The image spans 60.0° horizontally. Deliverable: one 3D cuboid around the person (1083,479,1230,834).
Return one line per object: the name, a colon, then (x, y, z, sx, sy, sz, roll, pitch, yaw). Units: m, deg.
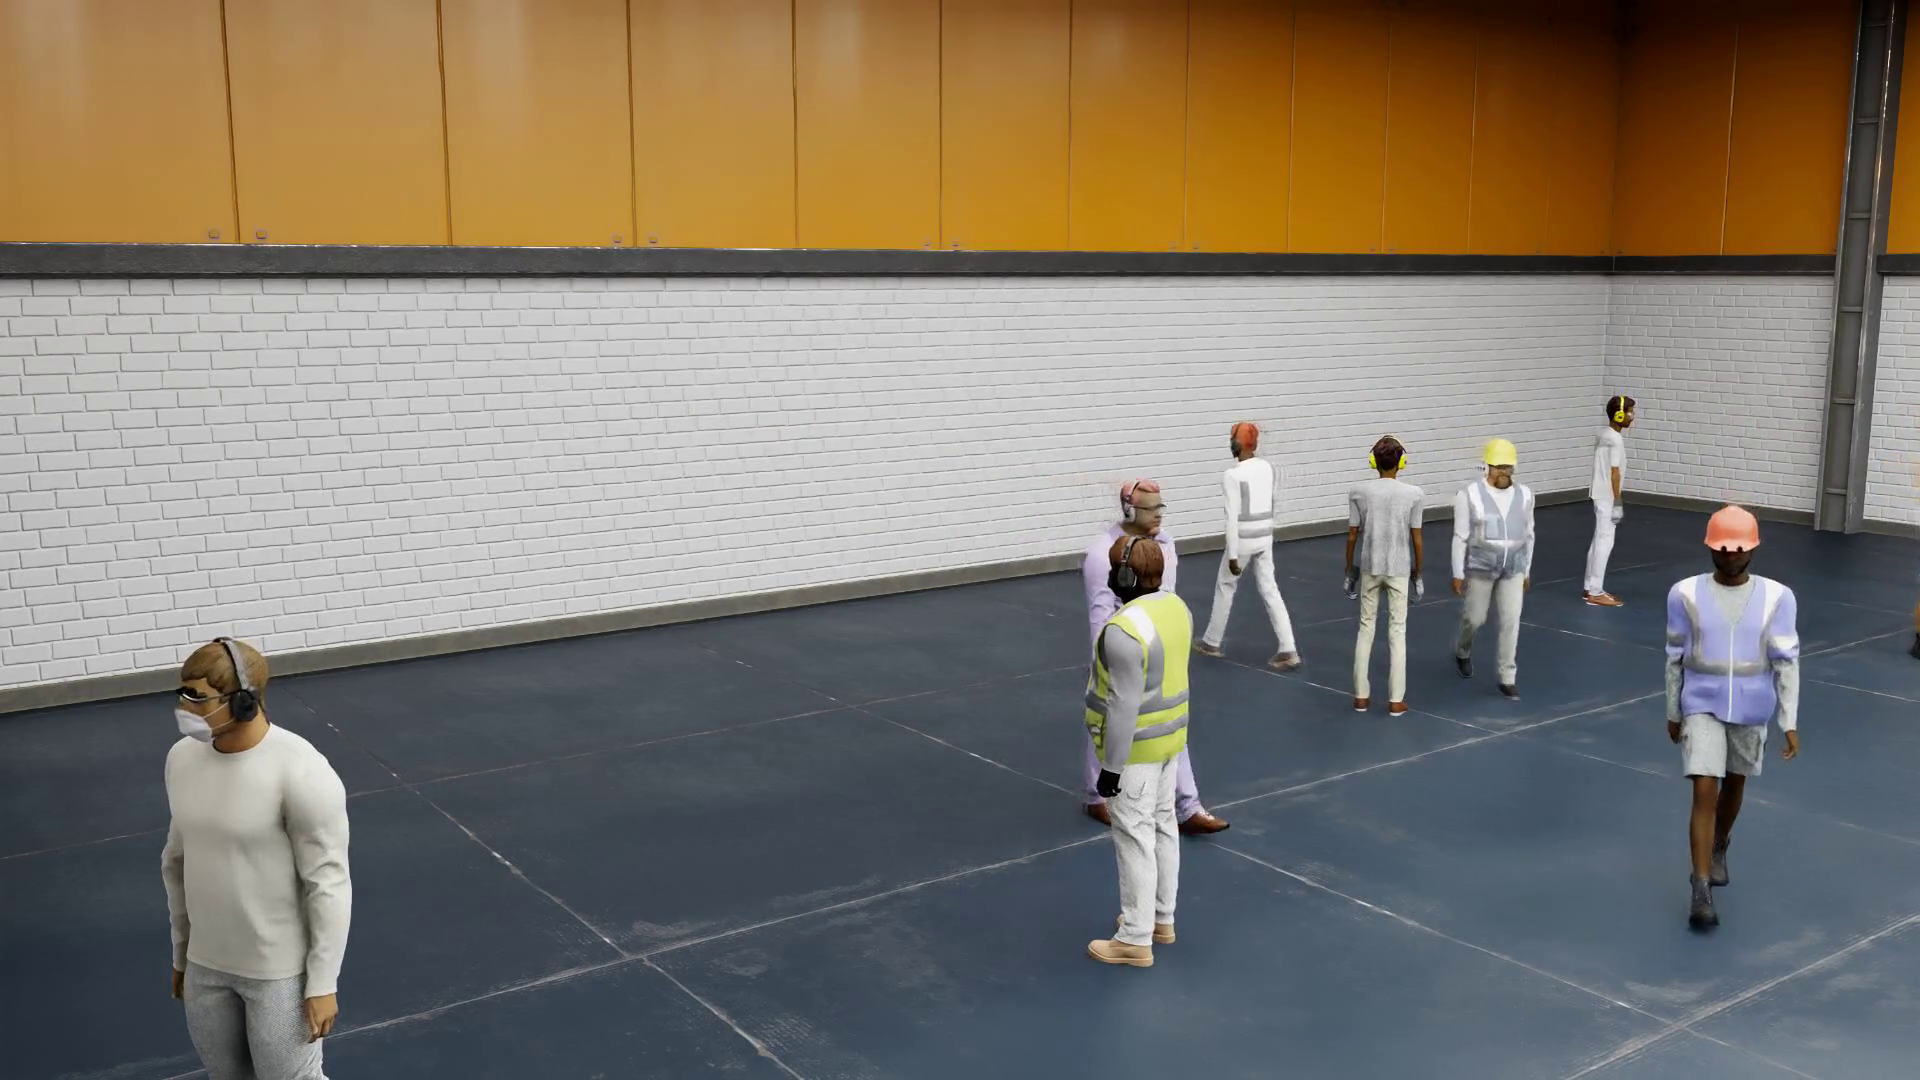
person: (0.994, 0.628, 8.608, 0.678, 1.870, 0.918, -8, 12, -39)

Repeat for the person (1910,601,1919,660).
person: (7.377, 0.039, 12.226, 0.567, 1.879, 1.004, 1, 9, 5)

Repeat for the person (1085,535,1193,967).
person: (0.749, 0.889, 7.115, 0.430, 1.843, 0.626, 6, 11, 31)

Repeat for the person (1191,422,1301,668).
person: (2.170, 0.035, 12.445, 0.591, 1.839, 1.006, -6, 11, -34)

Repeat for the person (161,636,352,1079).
person: (-2.025, 1.221, 4.767, 0.636, 1.937, 0.358, 4, 10, 24)

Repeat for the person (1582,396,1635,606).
person: (5.732, -0.346, 14.697, 0.338, 1.858, 0.513, 1, 9, 8)

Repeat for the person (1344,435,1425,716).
person: (2.830, 0.236, 11.079, 0.513, 1.865, 0.338, 4, 10, 23)

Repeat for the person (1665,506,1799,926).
person: (3.552, 0.775, 7.695, 0.566, 1.884, 0.990, 3, 10, 20)

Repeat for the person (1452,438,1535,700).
person: (3.717, 0.171, 11.661, 0.602, 1.808, 0.749, -1, 9, -3)
